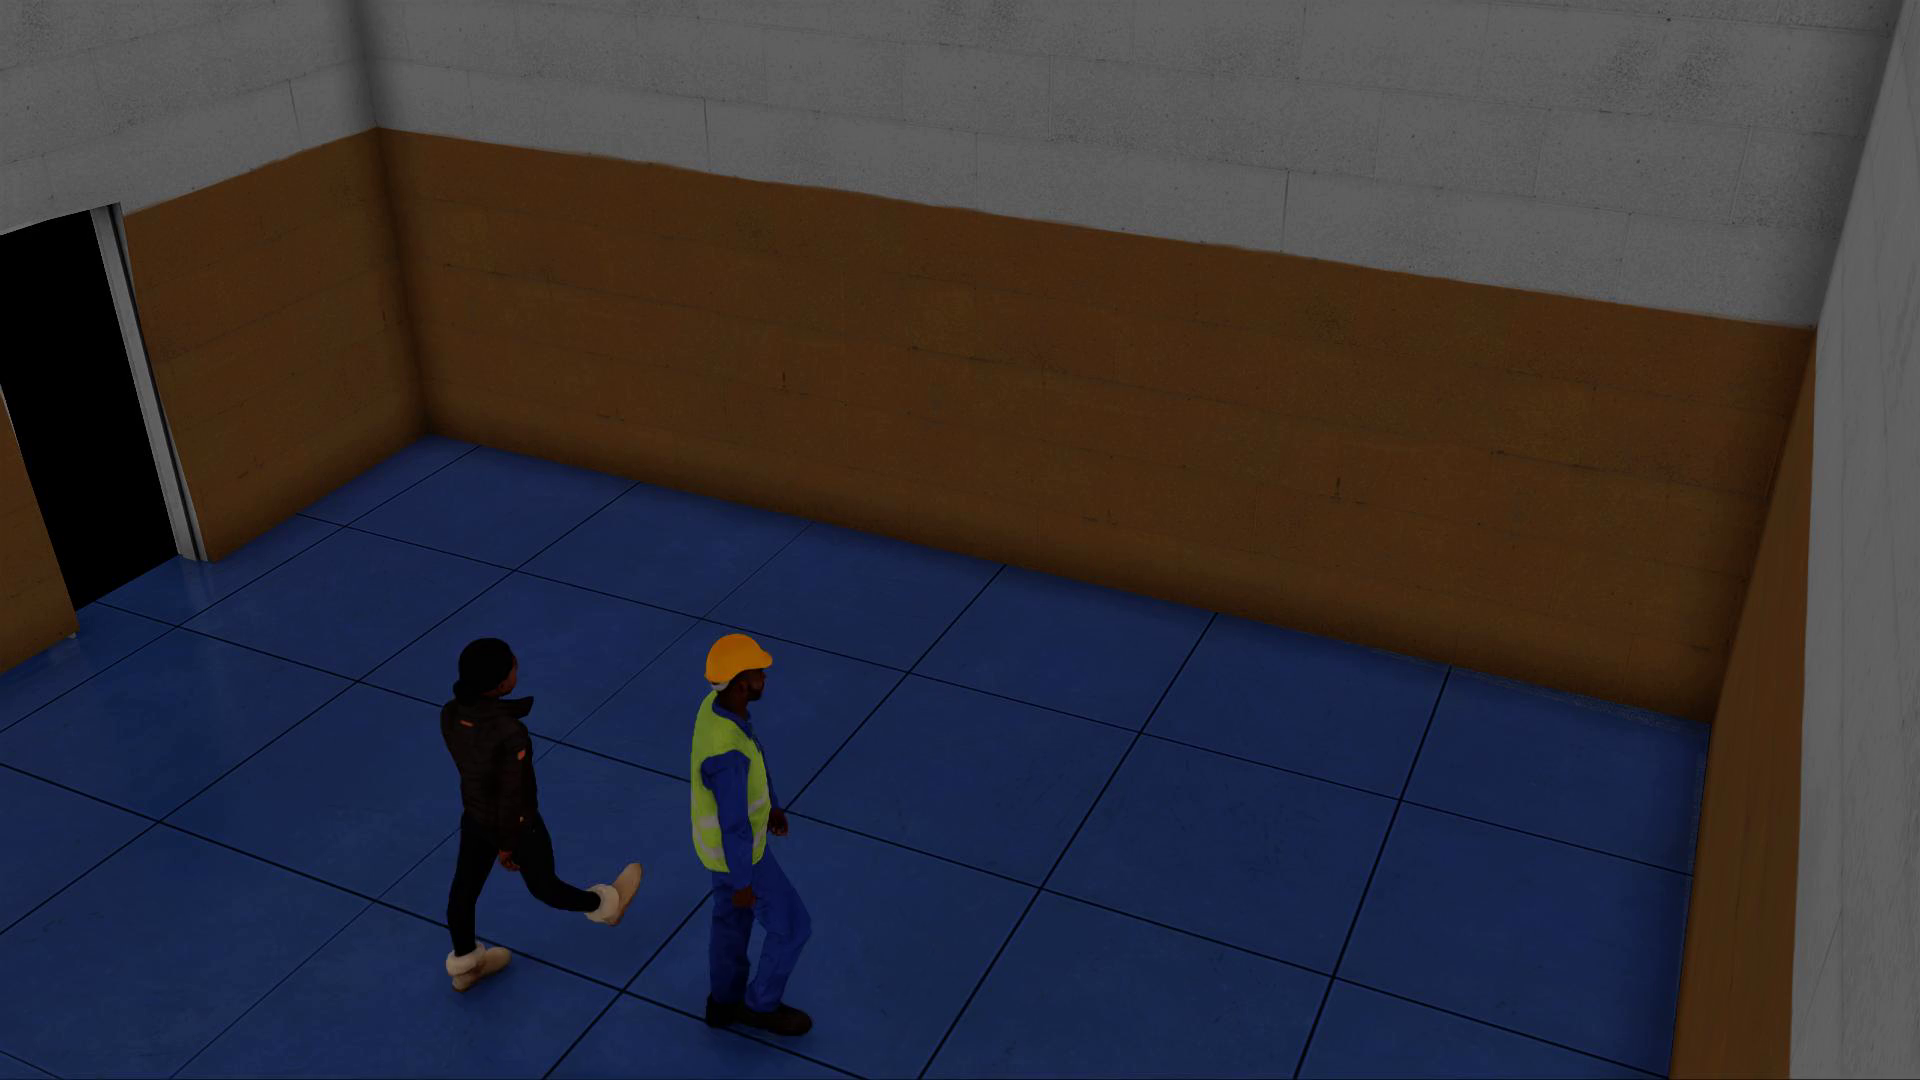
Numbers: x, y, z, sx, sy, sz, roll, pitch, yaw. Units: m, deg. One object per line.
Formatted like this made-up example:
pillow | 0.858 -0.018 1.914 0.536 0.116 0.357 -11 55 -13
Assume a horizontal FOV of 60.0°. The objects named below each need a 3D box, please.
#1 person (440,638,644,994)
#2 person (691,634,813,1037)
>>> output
person | -1.749 1.061 6.735 1.048 1.632 0.793 1 29 2
person | -0.932 1.168 6.367 0.853 1.796 0.800 -7 29 -13
